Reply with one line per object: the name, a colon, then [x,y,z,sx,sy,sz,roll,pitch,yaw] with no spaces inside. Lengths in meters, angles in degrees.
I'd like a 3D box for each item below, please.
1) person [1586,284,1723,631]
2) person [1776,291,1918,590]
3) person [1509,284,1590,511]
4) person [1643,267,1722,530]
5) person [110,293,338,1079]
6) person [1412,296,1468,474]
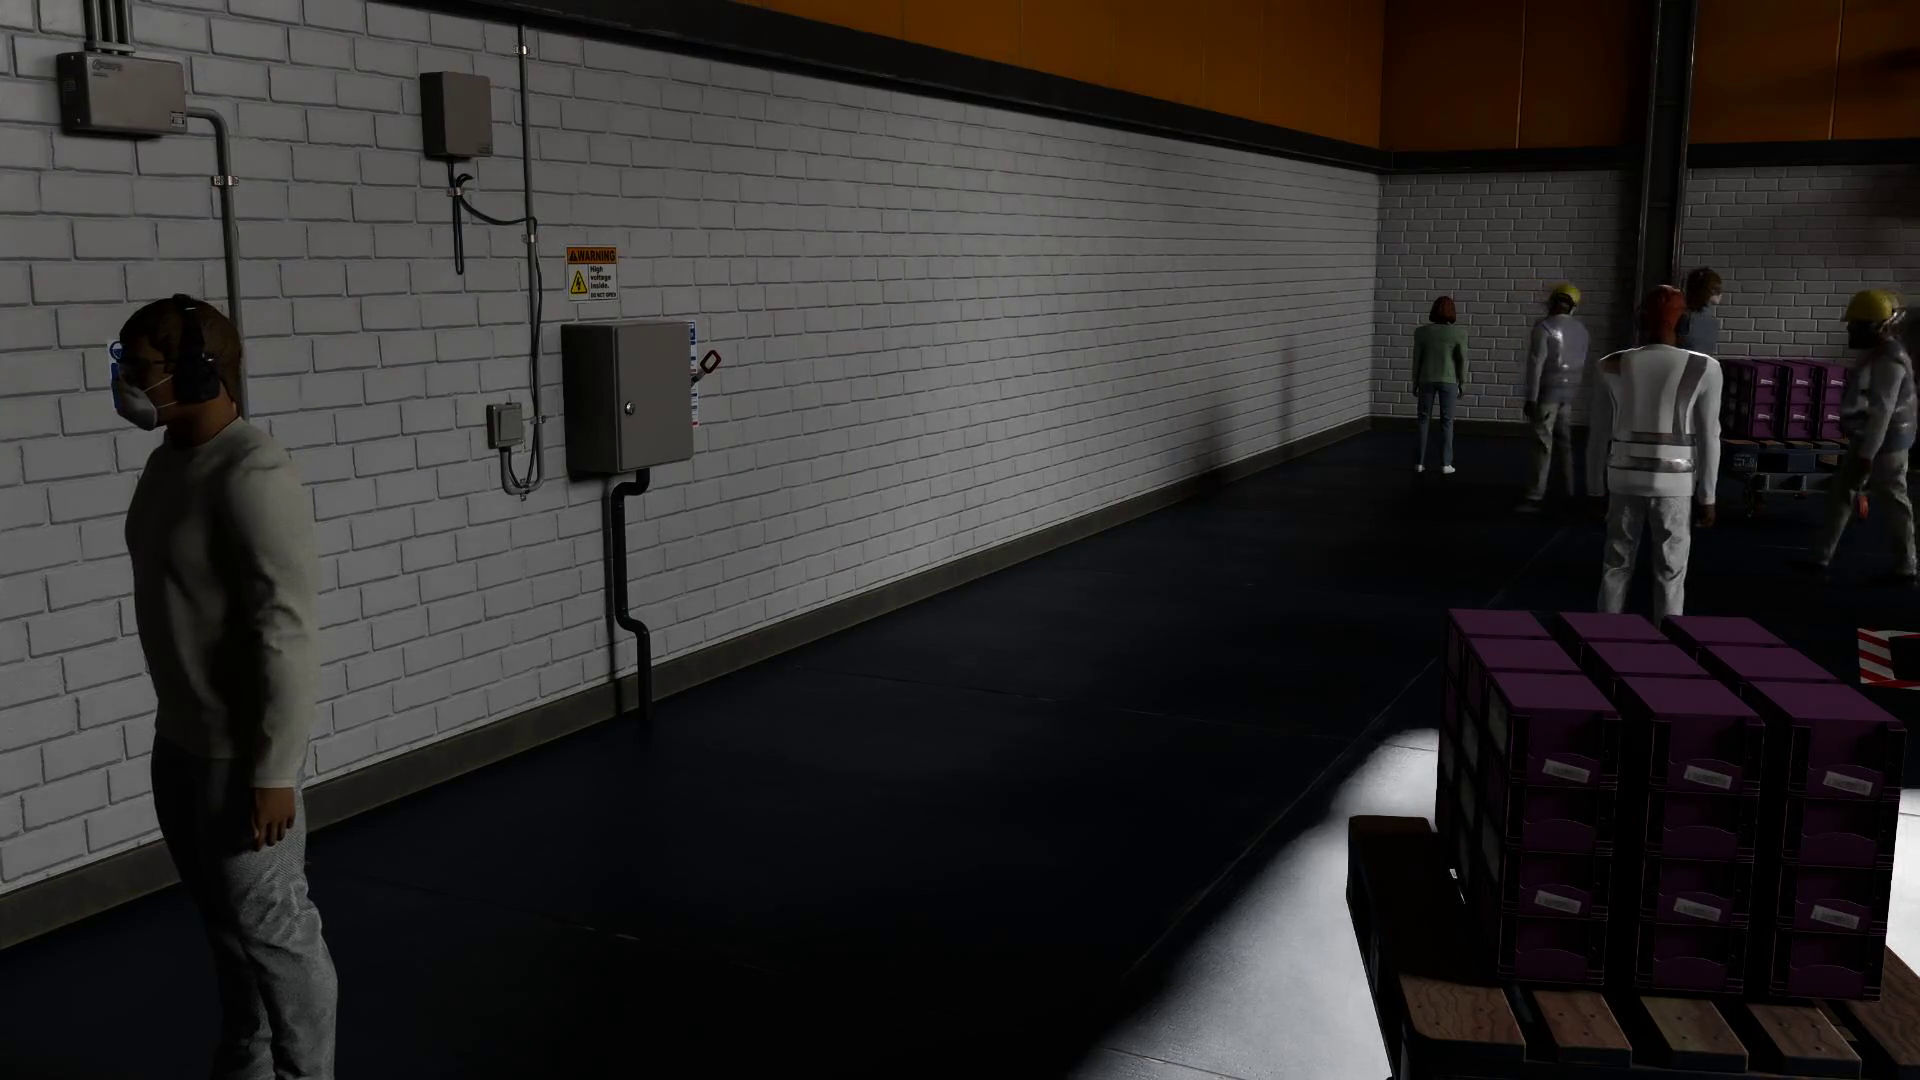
person: [3.199,-0.235,7.716,0.583,1.879,0.346,8,12,38]
person: [5.398,-0.589,10.001,0.877,1.786,0.616,3,10,16]
person: [4.621,-1.110,13.078,0.698,1.783,0.406,-6,12,-33]
person: [5.188,-0.984,11.925,0.662,1.918,0.431,-6,11,-30]
person: [-1.592,0.443,3.605,0.356,1.938,0.638,-9,13,-43]
person: [4.407,-1.422,15.307,0.500,1.629,0.273,5,11,25]
